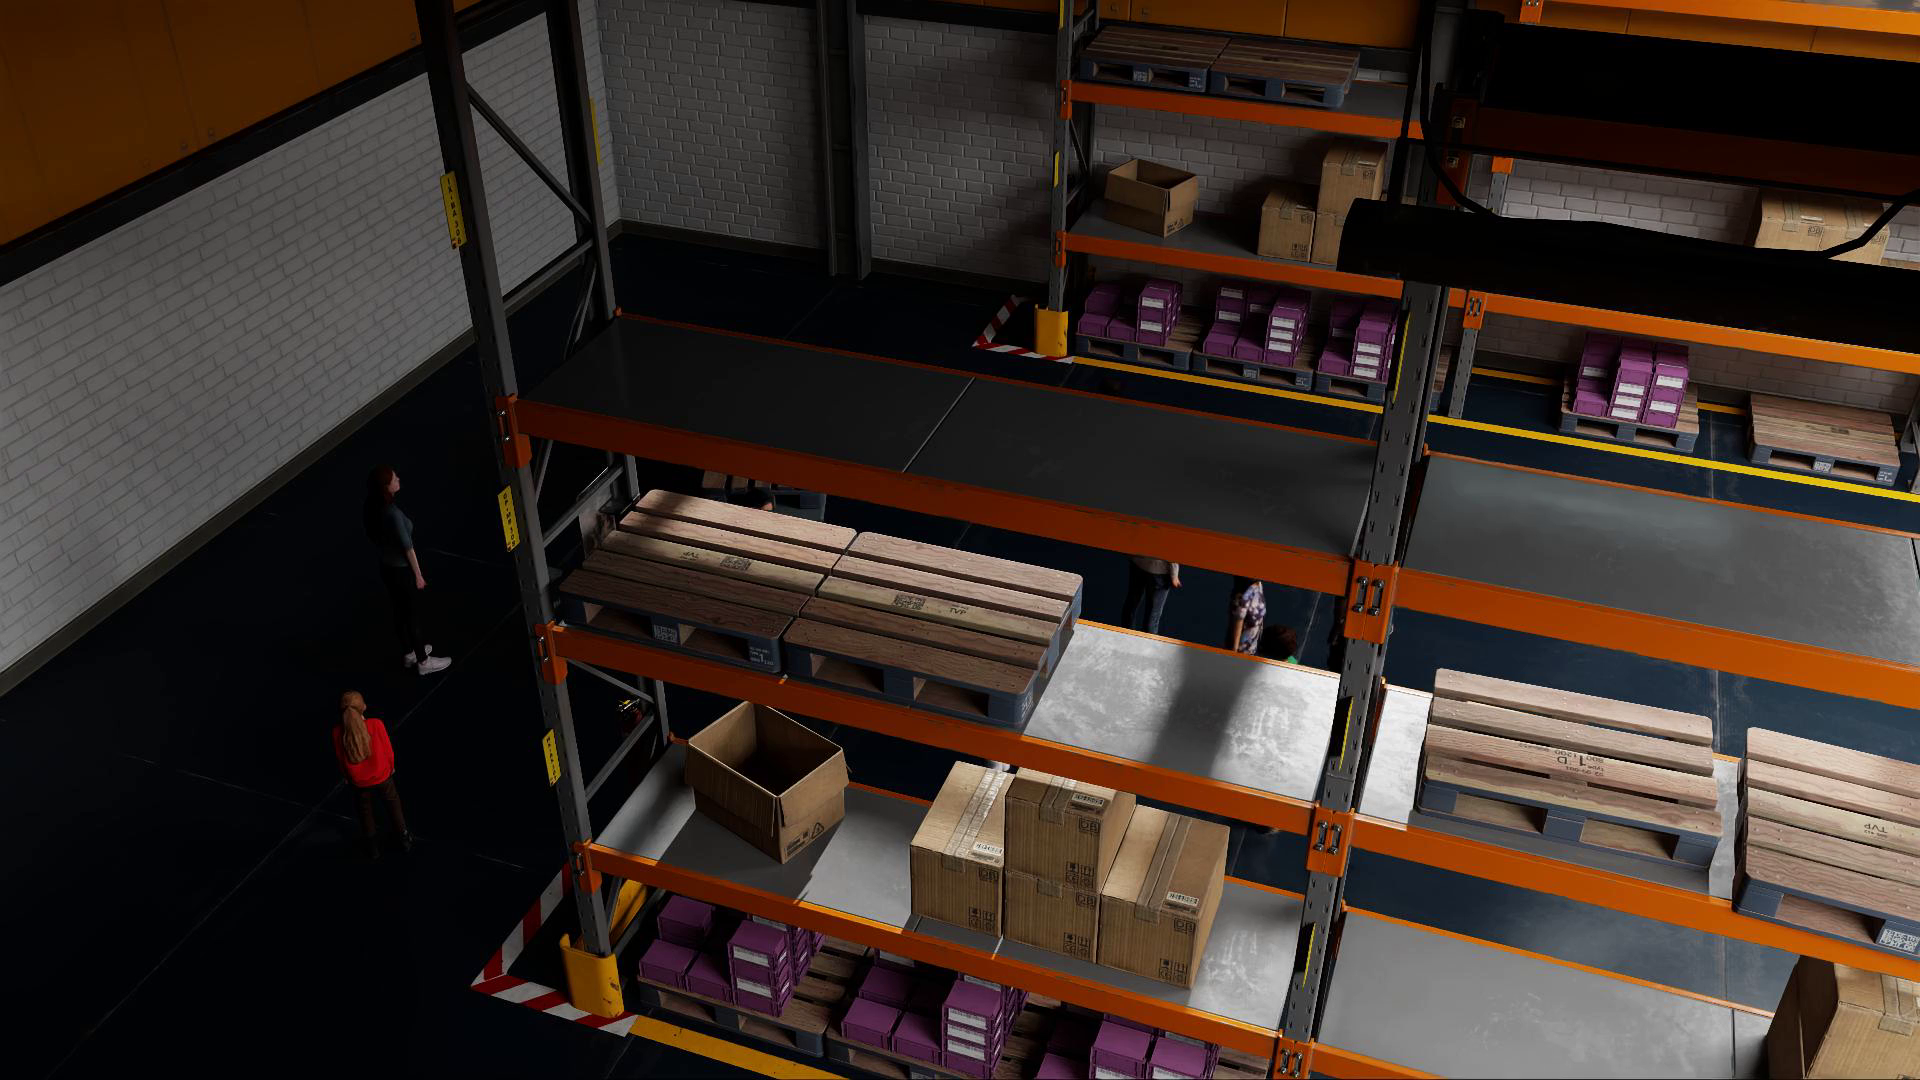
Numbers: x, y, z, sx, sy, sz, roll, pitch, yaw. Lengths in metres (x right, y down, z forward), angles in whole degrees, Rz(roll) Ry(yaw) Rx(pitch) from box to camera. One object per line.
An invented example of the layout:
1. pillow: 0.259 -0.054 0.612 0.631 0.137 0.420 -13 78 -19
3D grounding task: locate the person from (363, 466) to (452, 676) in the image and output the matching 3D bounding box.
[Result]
1. person: -4.093 0.225 12.164 0.602 1.743 0.712 27 42 35

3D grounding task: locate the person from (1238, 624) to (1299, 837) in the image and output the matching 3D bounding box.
1. person: 2.084 1.254 10.709 0.707 1.640 0.624 16 37 23

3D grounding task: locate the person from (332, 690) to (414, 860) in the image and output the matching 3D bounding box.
1. person: -3.790 1.496 10.671 0.555 1.280 0.628 -10 35 -14

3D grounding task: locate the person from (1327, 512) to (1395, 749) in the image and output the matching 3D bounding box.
1. person: 2.790 0.643 11.464 0.937 1.823 1.157 -27 42 -35
